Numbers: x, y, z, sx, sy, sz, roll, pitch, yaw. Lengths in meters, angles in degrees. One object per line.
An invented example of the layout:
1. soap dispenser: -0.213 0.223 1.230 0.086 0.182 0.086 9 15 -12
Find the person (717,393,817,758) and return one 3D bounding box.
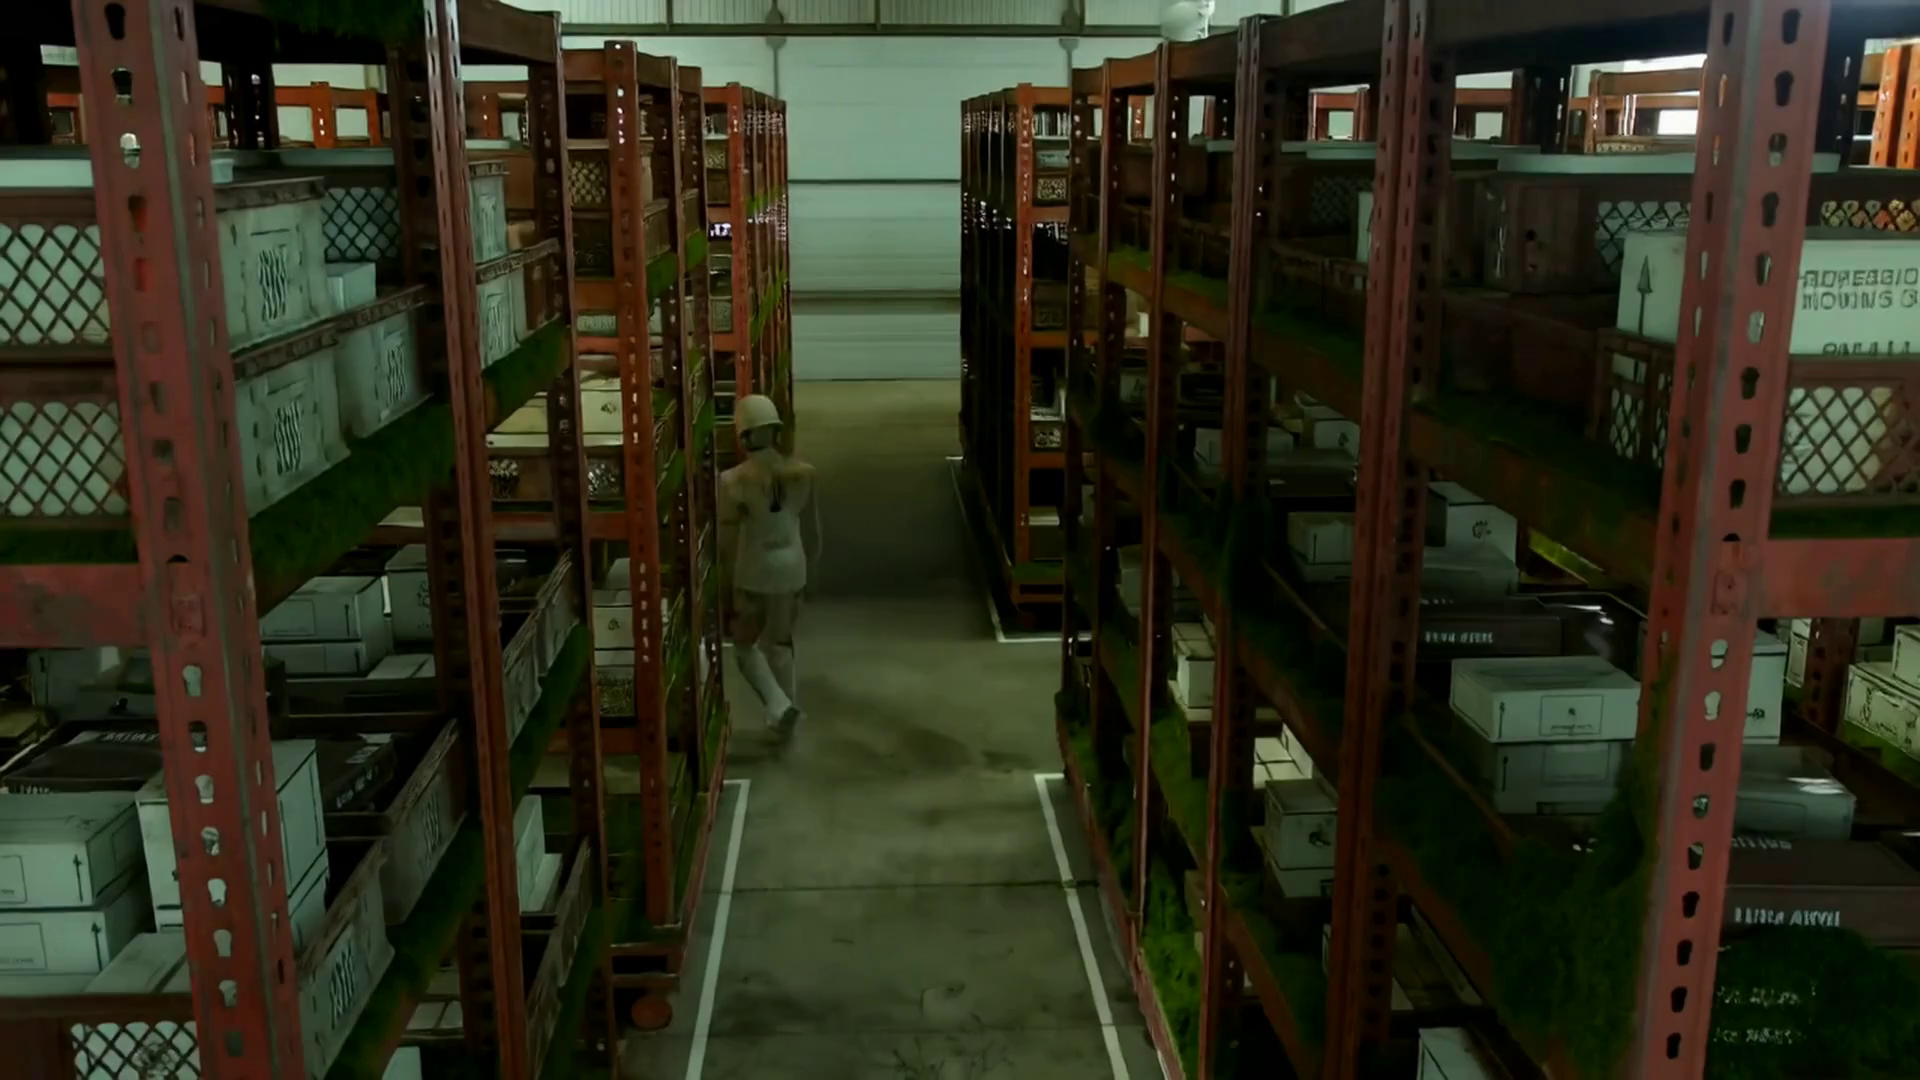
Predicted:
1. person: -0.994 0.213 8.834 0.620 1.979 0.640 -10 17 -35
